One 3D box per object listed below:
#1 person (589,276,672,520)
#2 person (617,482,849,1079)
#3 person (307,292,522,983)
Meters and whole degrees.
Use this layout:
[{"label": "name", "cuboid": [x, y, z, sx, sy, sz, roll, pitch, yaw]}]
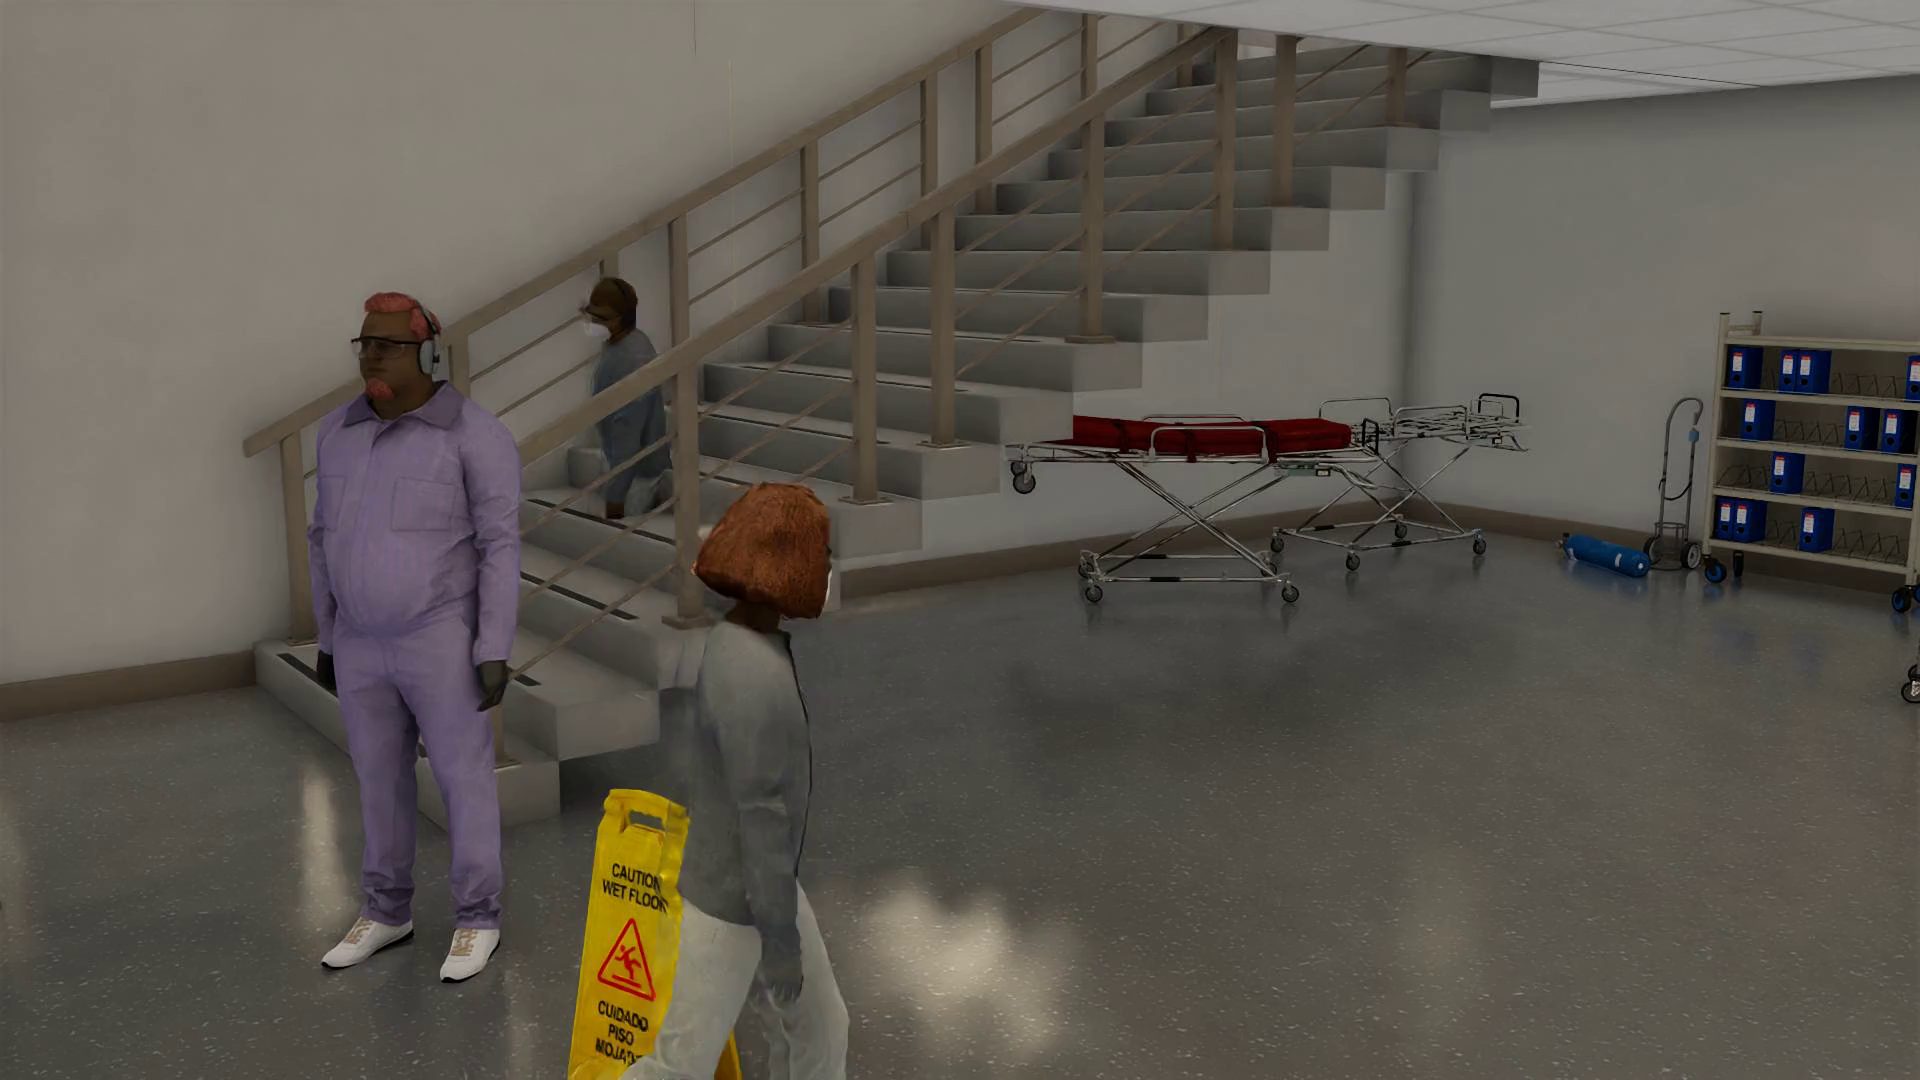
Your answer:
[{"label": "person", "cuboid": [-1.508, -0.273, 7.831, 0.426, 1.908, 0.687, -2, 10, -9]}, {"label": "person", "cuboid": [-0.486, 0.681, 3.201, 0.820, 1.604, 0.517, 0, 10, -3]}, {"label": "person", "cuboid": [-1.537, 0.275, 4.634, 0.639, 1.913, 0.409, 3, 10, 15]}]
